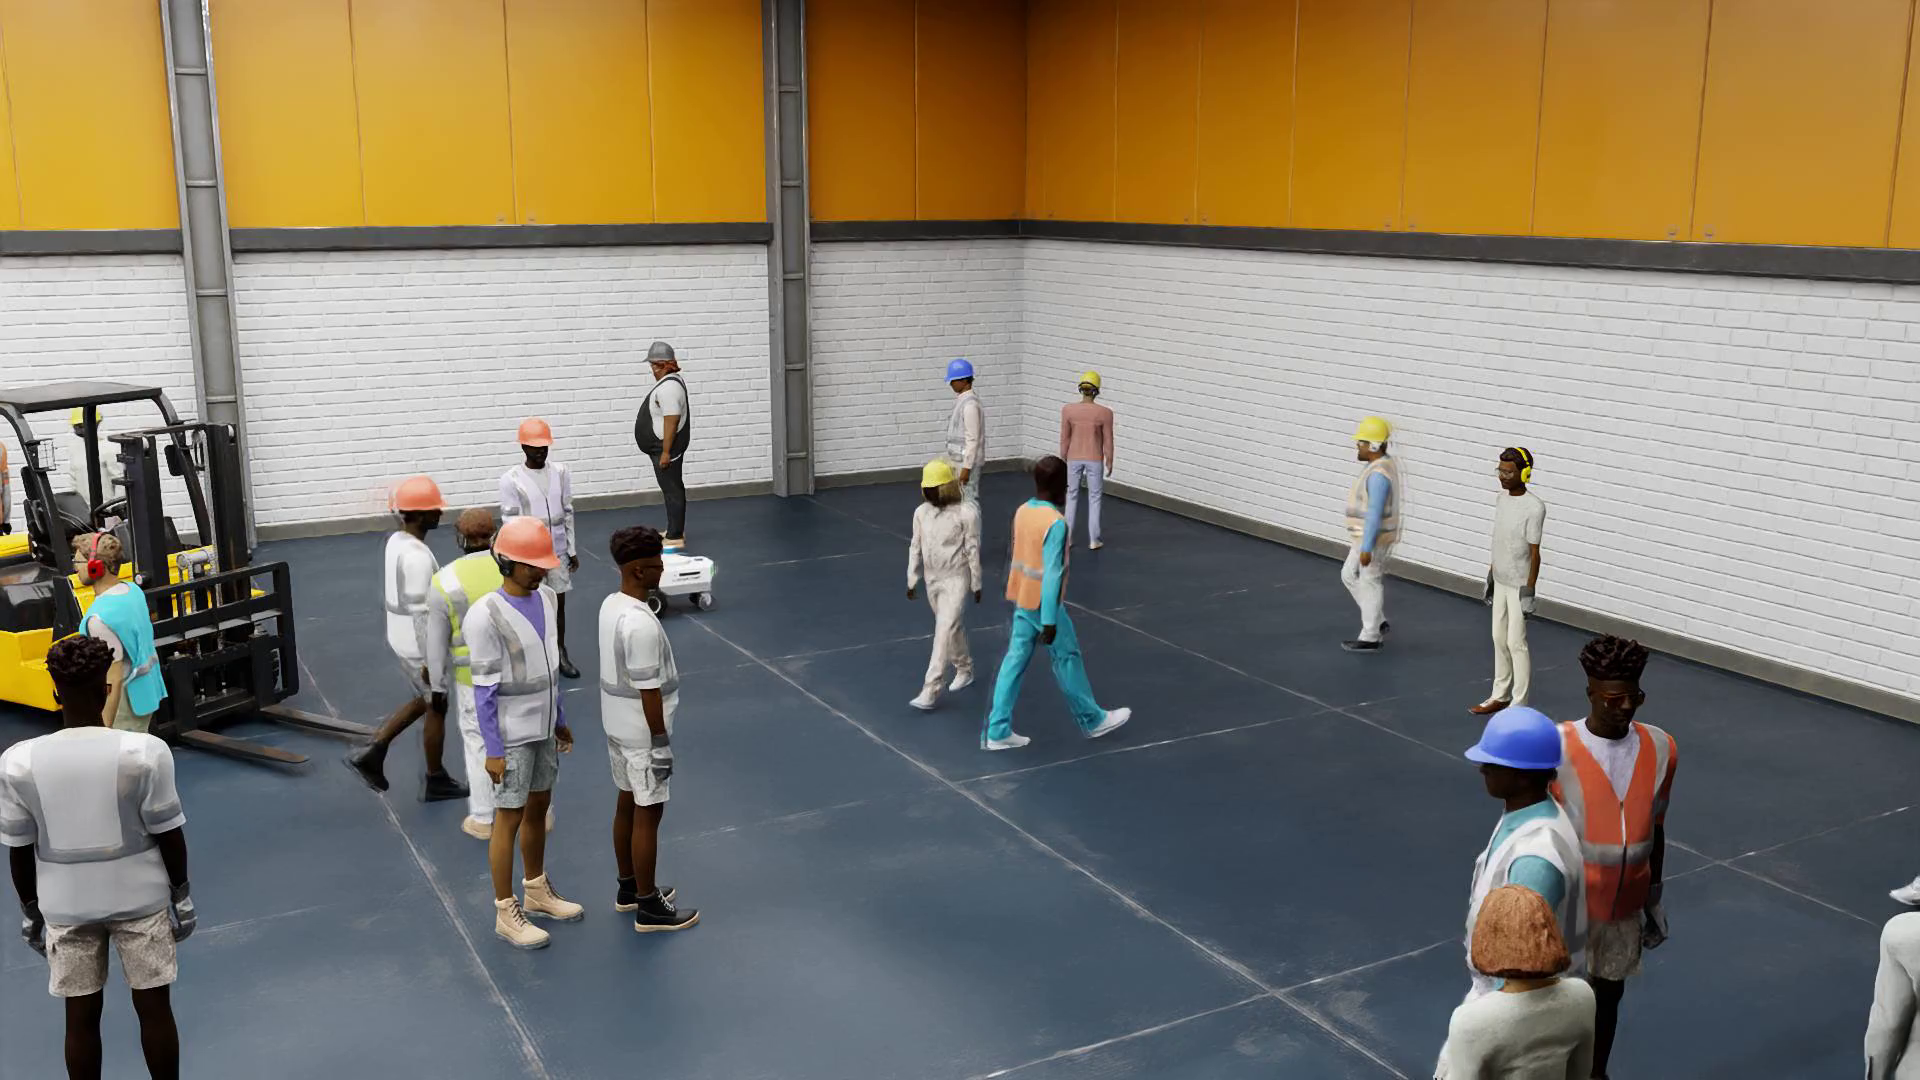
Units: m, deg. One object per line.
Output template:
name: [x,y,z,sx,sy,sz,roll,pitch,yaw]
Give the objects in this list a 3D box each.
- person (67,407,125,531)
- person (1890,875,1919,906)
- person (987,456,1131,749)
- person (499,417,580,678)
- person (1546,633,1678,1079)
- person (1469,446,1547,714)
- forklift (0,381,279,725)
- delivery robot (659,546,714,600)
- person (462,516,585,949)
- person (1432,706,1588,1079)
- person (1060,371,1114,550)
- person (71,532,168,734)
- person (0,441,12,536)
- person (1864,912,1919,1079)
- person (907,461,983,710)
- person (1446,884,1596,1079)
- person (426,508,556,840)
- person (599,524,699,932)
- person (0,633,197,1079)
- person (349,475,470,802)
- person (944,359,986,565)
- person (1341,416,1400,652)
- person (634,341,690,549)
person: [-7.214,-0.274,13.894,0.533,1.767,0.326,4,13,18]
person: [5.122,0.926,8.078,1.023,1.868,0.643,-2,12,-11]
person: [0.591,0.391,10.534,1.003,1.862,0.623,-5,13,-24]
person: [-2.983,0.080,11.865,0.544,1.933,0.377,-11,16,-41]
person: [2.311,1.293,6.075,0.602,1.966,0.368,-2,12,-11]
person: [3.631,0.302,10.989,0.334,1.858,0.509,-3,12,-14]
forklift: [-5.853,0.085,11.199,2.313,2.155,1.214,7,14,28]
delivery robot: [-2.424,0.291,13.882,0.707,0.478,0.477,-6,14,-27]
person: [-2.027,0.886,7.826,0.385,2.035,0.605,4,13,19]
person: [1.792,1.465,5.449,0.987,1.894,0.632,3,12,13]
person: [1.243,-0.776,16.276,0.534,1.756,0.342,4,13,16]
person: [-4.209,0.864,8.370,0.386,1.845,0.568,-3,12,-13]
person: [-7.672,-0.154,12.950,0.369,1.928,0.585,6,13,25]
person: [3.007,1.637,4.985,0.561,1.743,0.335,4,13,18]
person: [-0.130,0.288,11.443,0.492,1.680,0.919,8,14,33]
person: [1.553,1.758,4.701,0.502,1.627,0.272,-5,13,-23]
person: [-2.546,0.736,9.031,0.666,1.823,0.466,-6,13,-27]
person: [-1.519,0.891,7.959,0.367,1.967,0.606,-7,14,-28]
person: [-3.105,1.301,6.052,0.604,1.960,0.372,-3,12,-12]
person: [-3.148,0.585,9.482,0.587,1.926,0.553,-7,14,-31]
person: [0.044,-0.738,15.653,0.400,1.942,0.602,-1,12,-5]
person: [3.112,-0.034,12.629,0.425,1.821,0.617,3,12,14]
person: [-2.924,-0.937,16.352,0.536,2.000,0.688,-1,12,-5]
